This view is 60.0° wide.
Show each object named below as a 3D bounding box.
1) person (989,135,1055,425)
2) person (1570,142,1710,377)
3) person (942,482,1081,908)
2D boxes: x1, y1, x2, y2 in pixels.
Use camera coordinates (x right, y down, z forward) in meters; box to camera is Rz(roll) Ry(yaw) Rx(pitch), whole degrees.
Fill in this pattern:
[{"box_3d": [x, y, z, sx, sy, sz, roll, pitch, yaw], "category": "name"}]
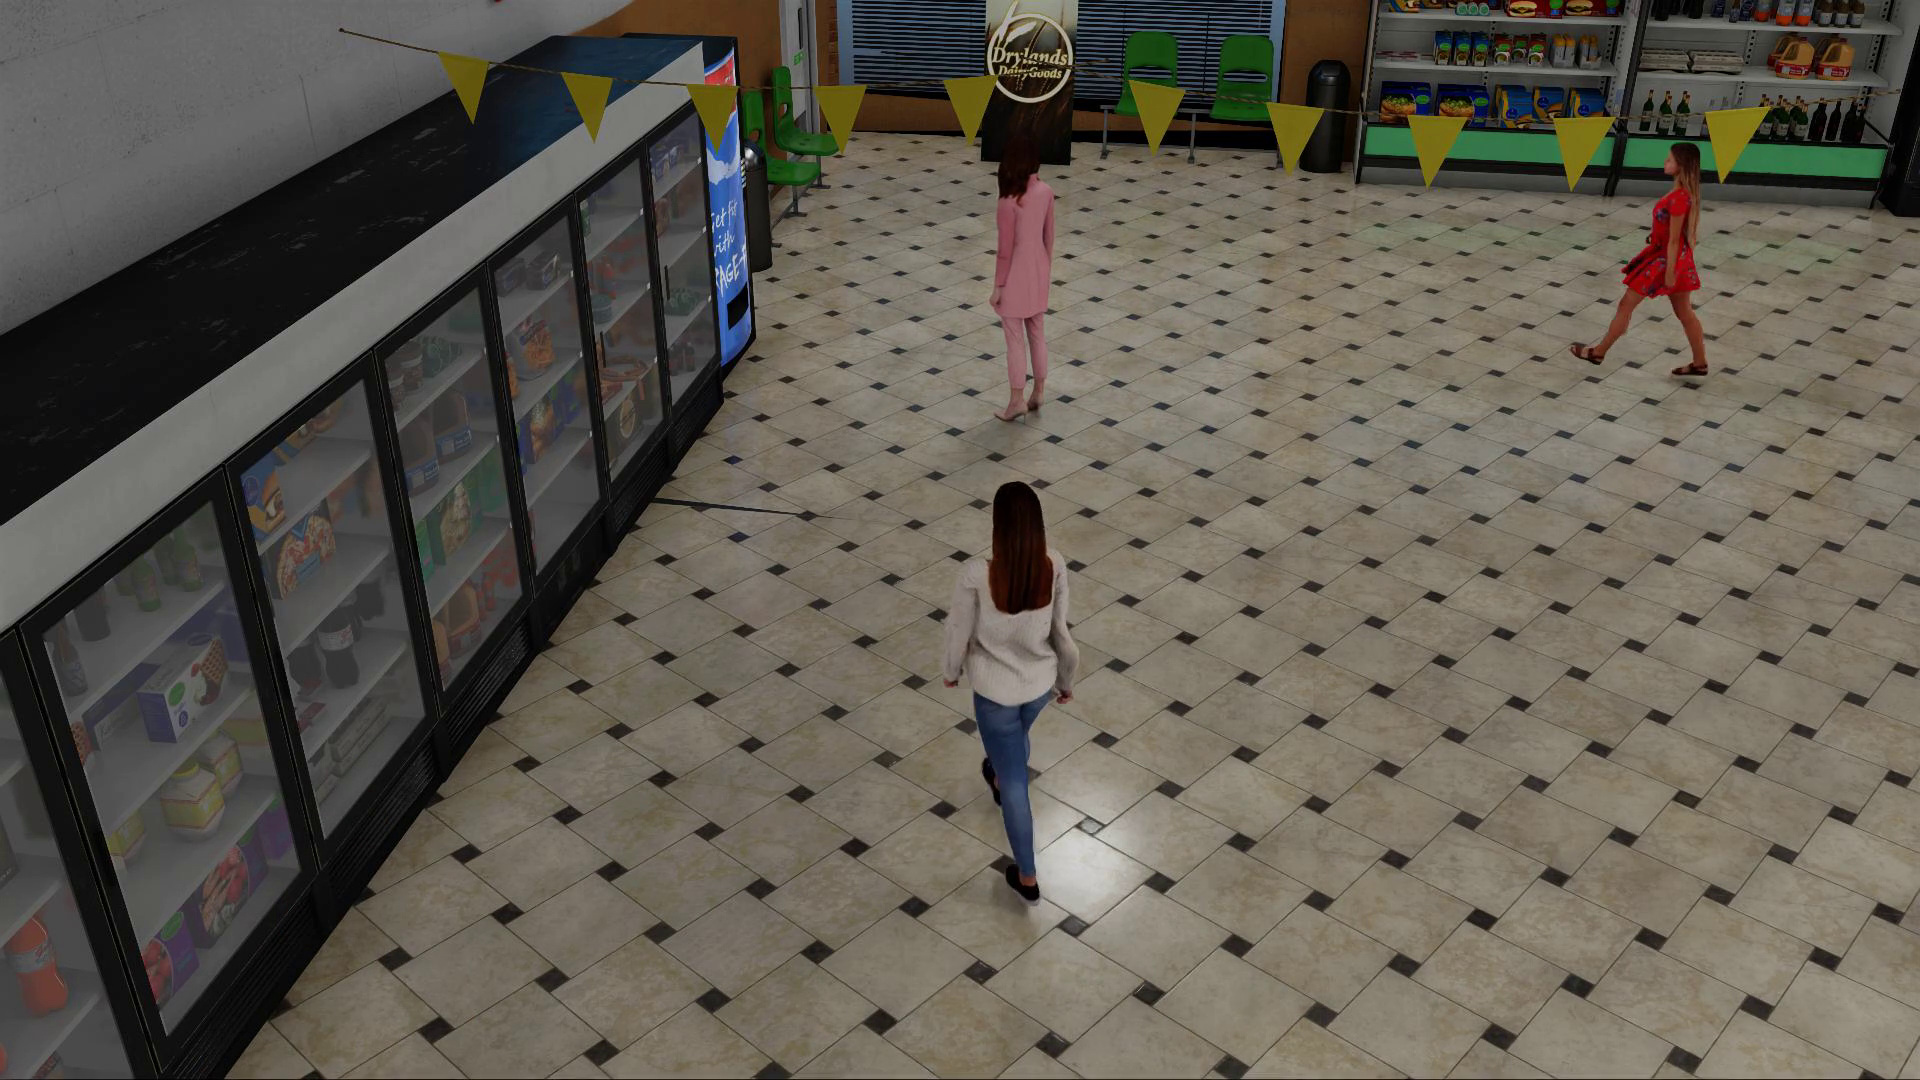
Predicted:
[{"box_3d": [0.391, -1.579, 10.180, 0.686, 1.802, 0.727, -22, 35, -34], "category": "person"}, {"box_3d": [4.676, -1.761, 10.786, 1.161, 1.541, 0.855, 16, 33, 27], "category": "person"}, {"box_3d": [0.225, 0.616, 6.322, 1.128, 1.648, 1.045, -10, 30, -17], "category": "person"}]
